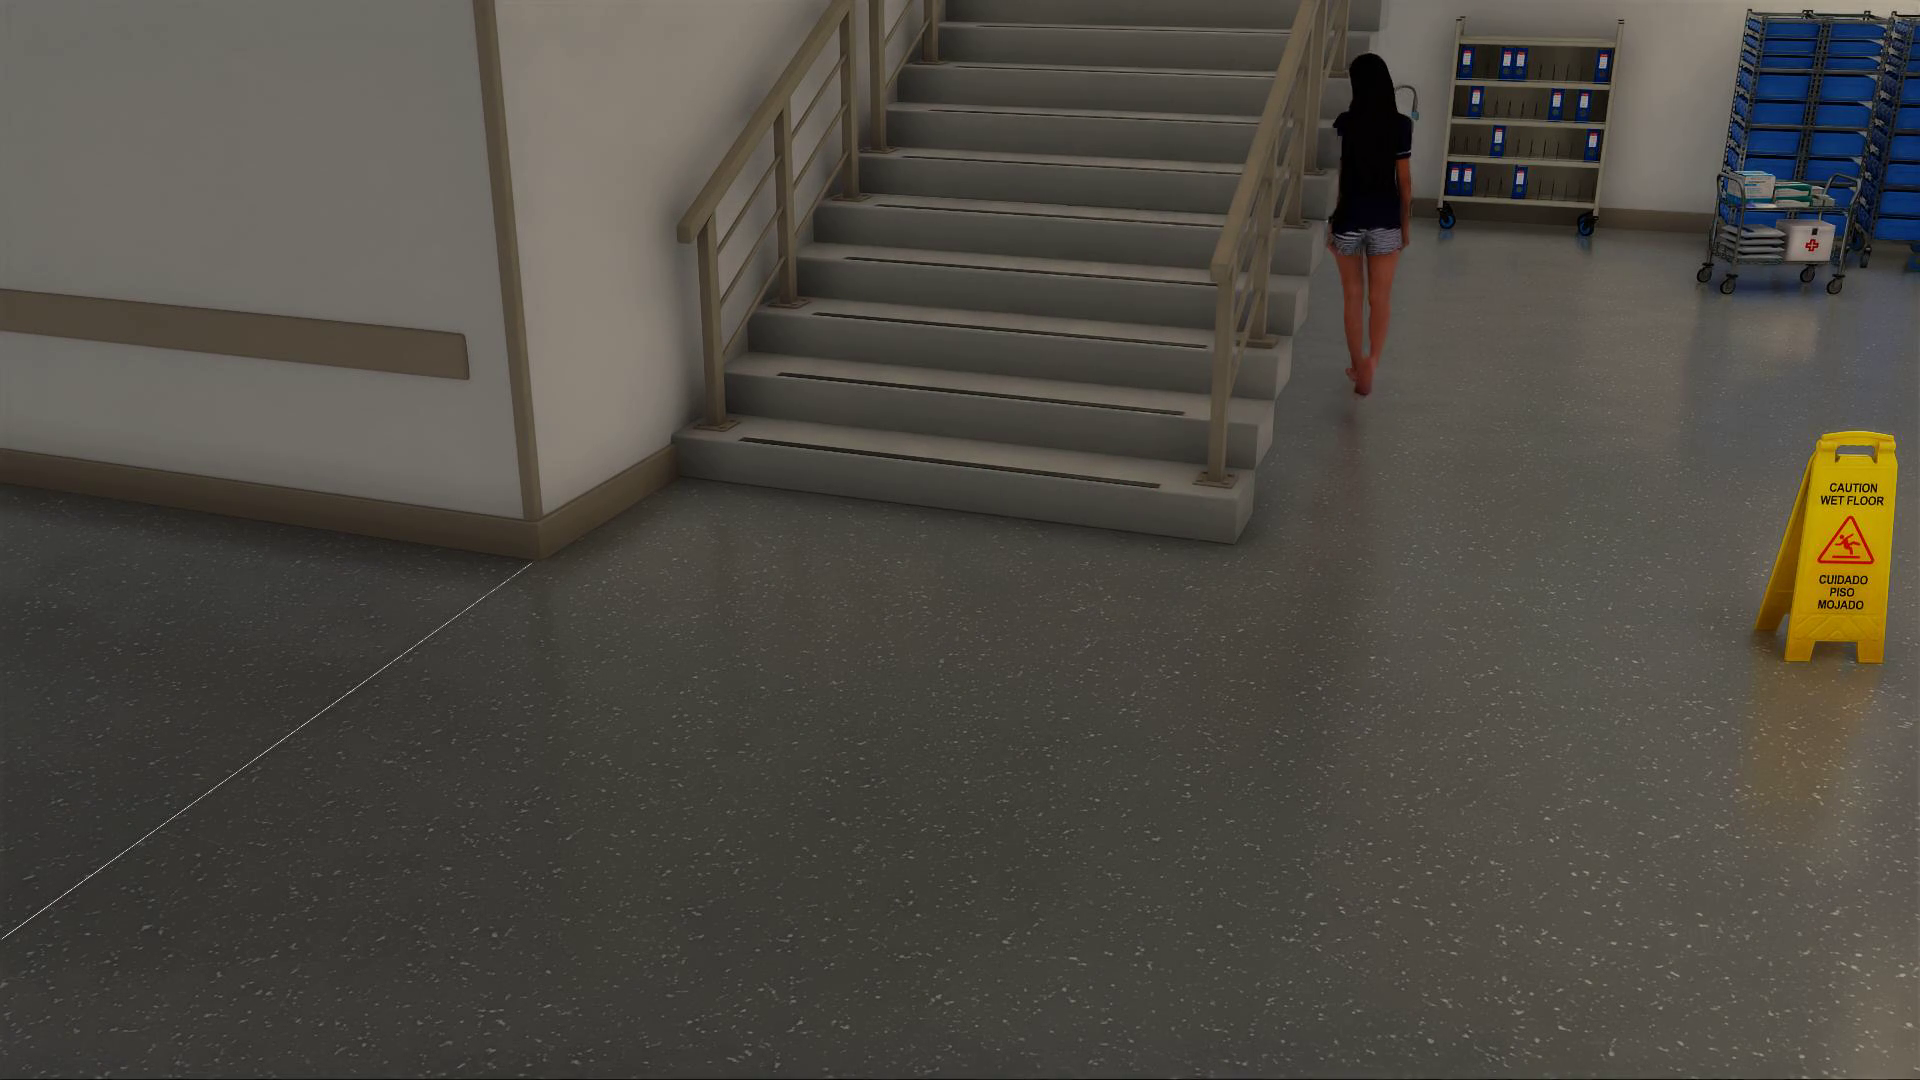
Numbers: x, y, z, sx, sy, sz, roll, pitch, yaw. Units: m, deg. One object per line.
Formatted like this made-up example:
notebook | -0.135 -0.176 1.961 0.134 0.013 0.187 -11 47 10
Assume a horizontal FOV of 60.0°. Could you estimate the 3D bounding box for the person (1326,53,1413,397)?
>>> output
person | 2.097 -1.575 8.584 0.693 1.732 1.078 4 21 11
